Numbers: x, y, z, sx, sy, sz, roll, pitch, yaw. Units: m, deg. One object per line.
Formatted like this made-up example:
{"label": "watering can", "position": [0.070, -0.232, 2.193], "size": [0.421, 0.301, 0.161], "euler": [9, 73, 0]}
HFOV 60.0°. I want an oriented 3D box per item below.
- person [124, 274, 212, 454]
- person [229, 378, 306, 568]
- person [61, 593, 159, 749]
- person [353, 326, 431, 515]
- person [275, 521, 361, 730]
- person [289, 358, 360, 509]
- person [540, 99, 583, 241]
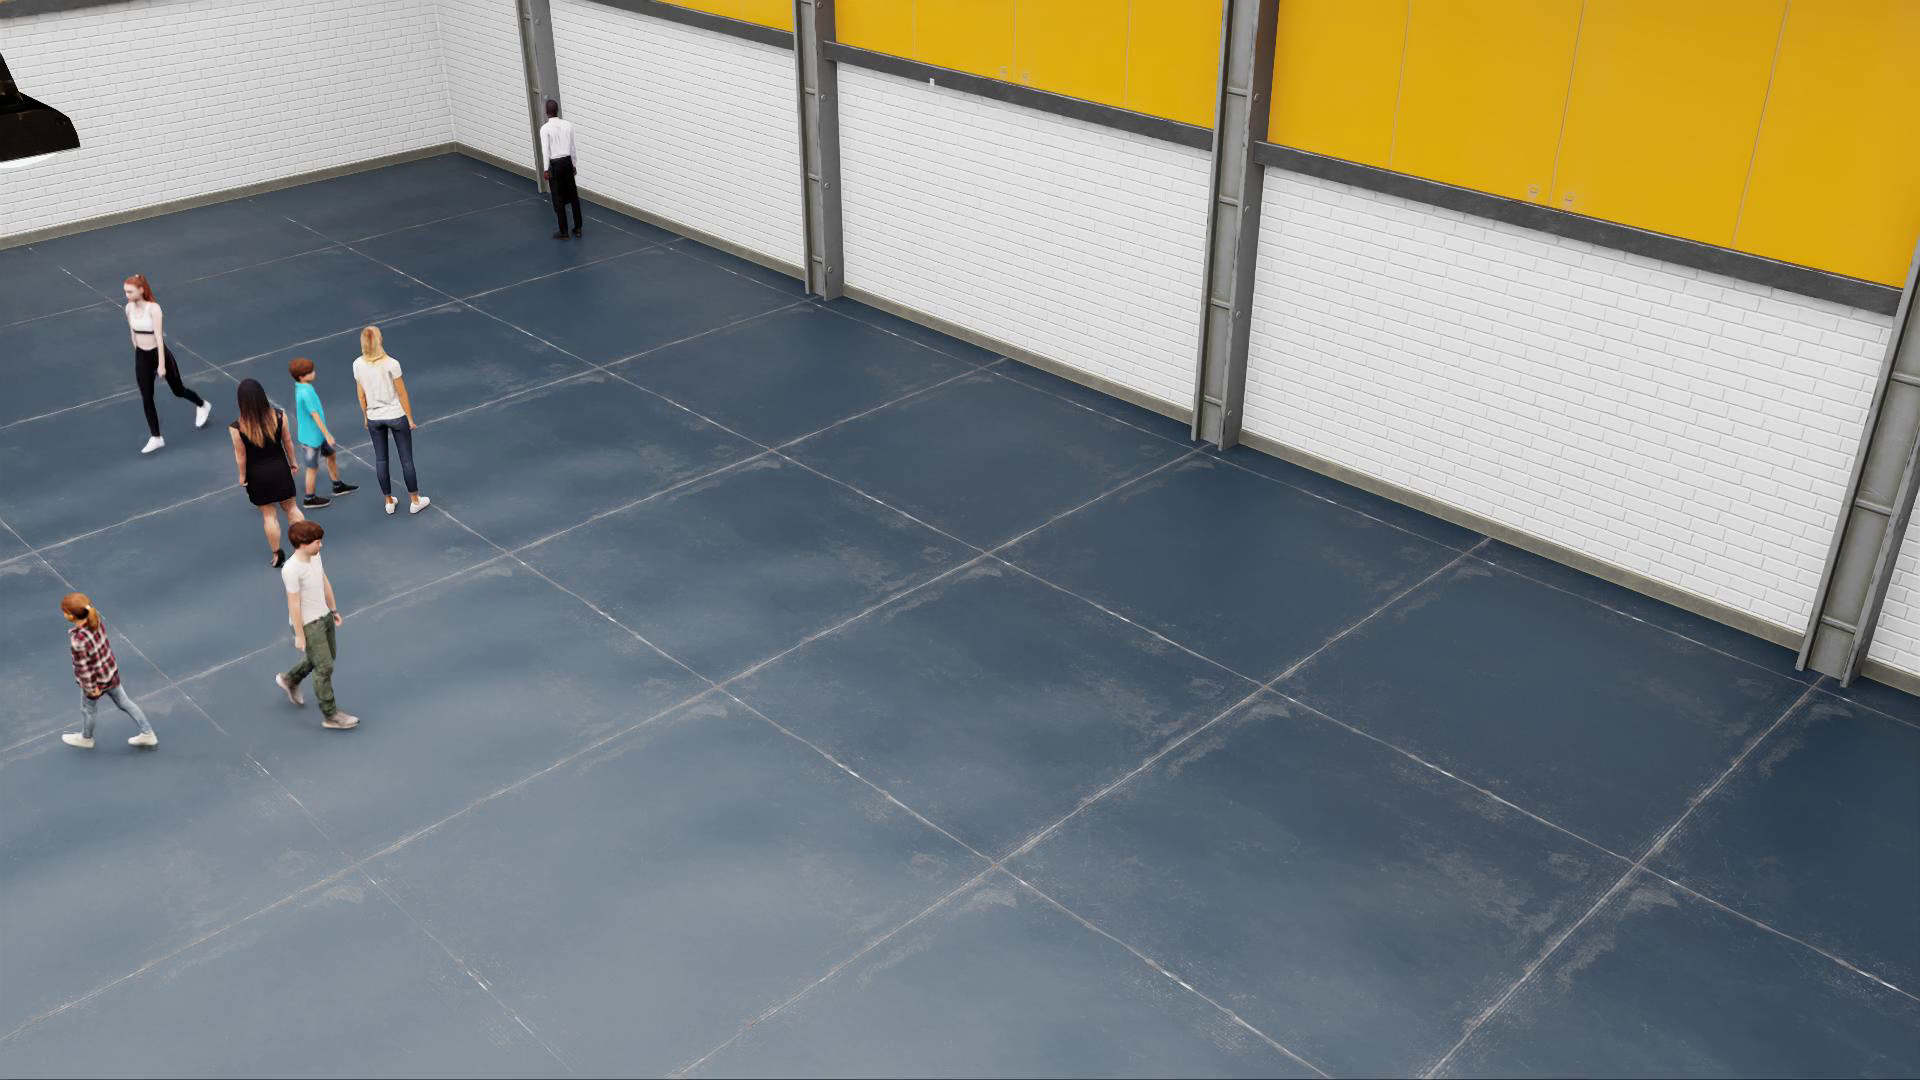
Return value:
{"label": "person", "position": [-7.869, -1.787, 16.427], "size": [1.158, 1.712, 1.027], "euler": [7, 29, 13]}
{"label": "person", "position": [-5.885, -0.560, 14.174], "size": [0.663, 1.716, 0.597], "euler": [-23, 36, -36]}
{"label": "person", "position": [-6.064, 0.968, 11.838], "size": [0.972, 1.270, 0.868], "euler": [3, 29, 6]}
{"label": "person", "position": [-5.176, -1.081, 15.032], "size": [0.659, 1.808, 0.726], "euler": [1, 29, 1]}
{"label": "person", "position": [-4.790, 0.595, 12.142], "size": [1.024, 1.634, 0.922], "euler": [6, 29, 11]}
{"label": "person", "position": [-6.000, -0.962, 15.212], "size": [0.755, 1.428, 0.766], "euler": [-10, 30, -18]}
{"label": "person", "position": [-5.284, -4.901, 22.008], "size": [0.648, 1.835, 0.549], "euler": [-22, 36, -35]}
